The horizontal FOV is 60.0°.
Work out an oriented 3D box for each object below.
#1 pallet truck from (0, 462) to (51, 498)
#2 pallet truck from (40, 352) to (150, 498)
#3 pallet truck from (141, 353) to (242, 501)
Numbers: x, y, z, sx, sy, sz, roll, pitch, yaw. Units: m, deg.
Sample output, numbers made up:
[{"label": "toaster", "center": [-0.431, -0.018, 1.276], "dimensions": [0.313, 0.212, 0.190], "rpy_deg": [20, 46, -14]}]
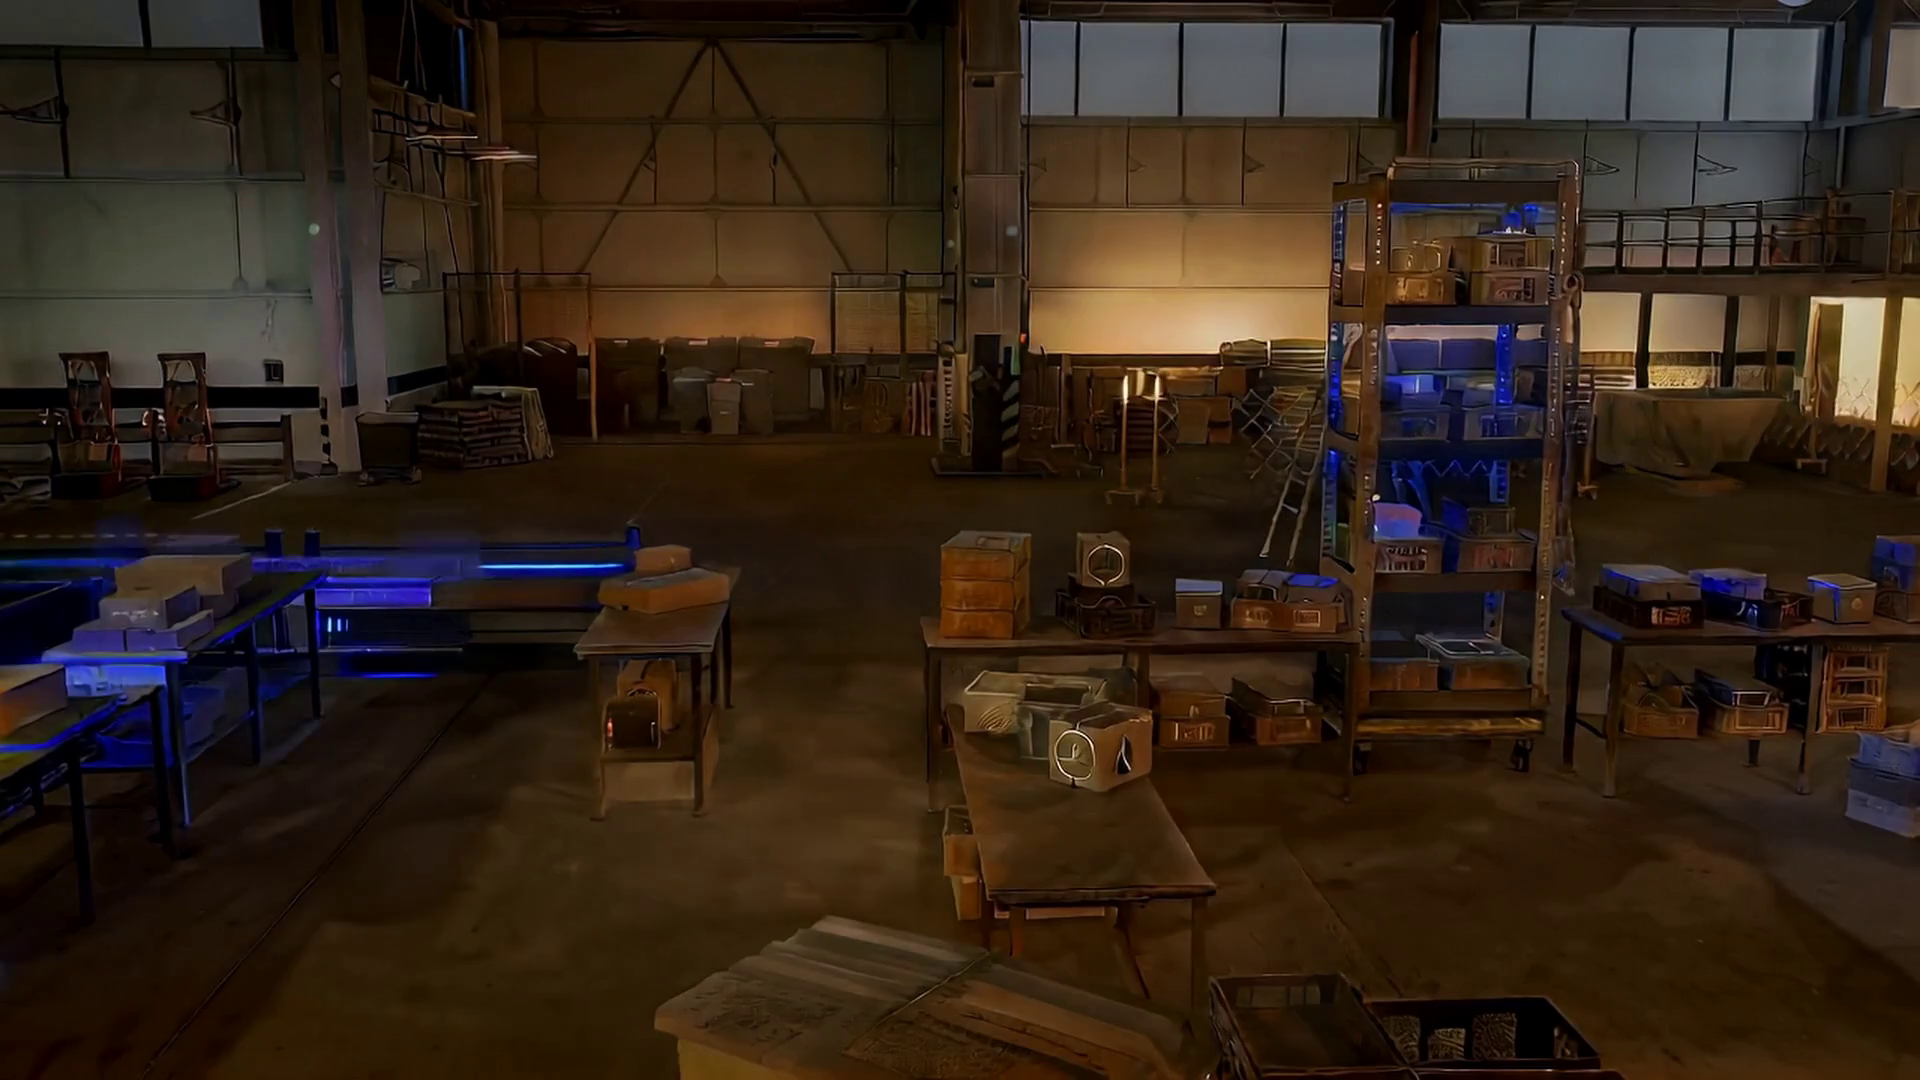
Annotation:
[{"label": "pallet truck", "center": [-13.193, -1.293, 23.148], "dimensions": [0.653, 1.274, 1.630], "rpy_deg": [-1, 9, -4]}, {"label": "pallet truck", "center": [-11.907, -1.642, 23.165], "dimensions": [0.823, 1.965, 1.885], "rpy_deg": [0, 9, 0]}, {"label": "pallet truck", "center": [-10.520, -1.604, 22.925], "dimensions": [0.823, 1.965, 1.885], "rpy_deg": [-1, 9, -6]}]
